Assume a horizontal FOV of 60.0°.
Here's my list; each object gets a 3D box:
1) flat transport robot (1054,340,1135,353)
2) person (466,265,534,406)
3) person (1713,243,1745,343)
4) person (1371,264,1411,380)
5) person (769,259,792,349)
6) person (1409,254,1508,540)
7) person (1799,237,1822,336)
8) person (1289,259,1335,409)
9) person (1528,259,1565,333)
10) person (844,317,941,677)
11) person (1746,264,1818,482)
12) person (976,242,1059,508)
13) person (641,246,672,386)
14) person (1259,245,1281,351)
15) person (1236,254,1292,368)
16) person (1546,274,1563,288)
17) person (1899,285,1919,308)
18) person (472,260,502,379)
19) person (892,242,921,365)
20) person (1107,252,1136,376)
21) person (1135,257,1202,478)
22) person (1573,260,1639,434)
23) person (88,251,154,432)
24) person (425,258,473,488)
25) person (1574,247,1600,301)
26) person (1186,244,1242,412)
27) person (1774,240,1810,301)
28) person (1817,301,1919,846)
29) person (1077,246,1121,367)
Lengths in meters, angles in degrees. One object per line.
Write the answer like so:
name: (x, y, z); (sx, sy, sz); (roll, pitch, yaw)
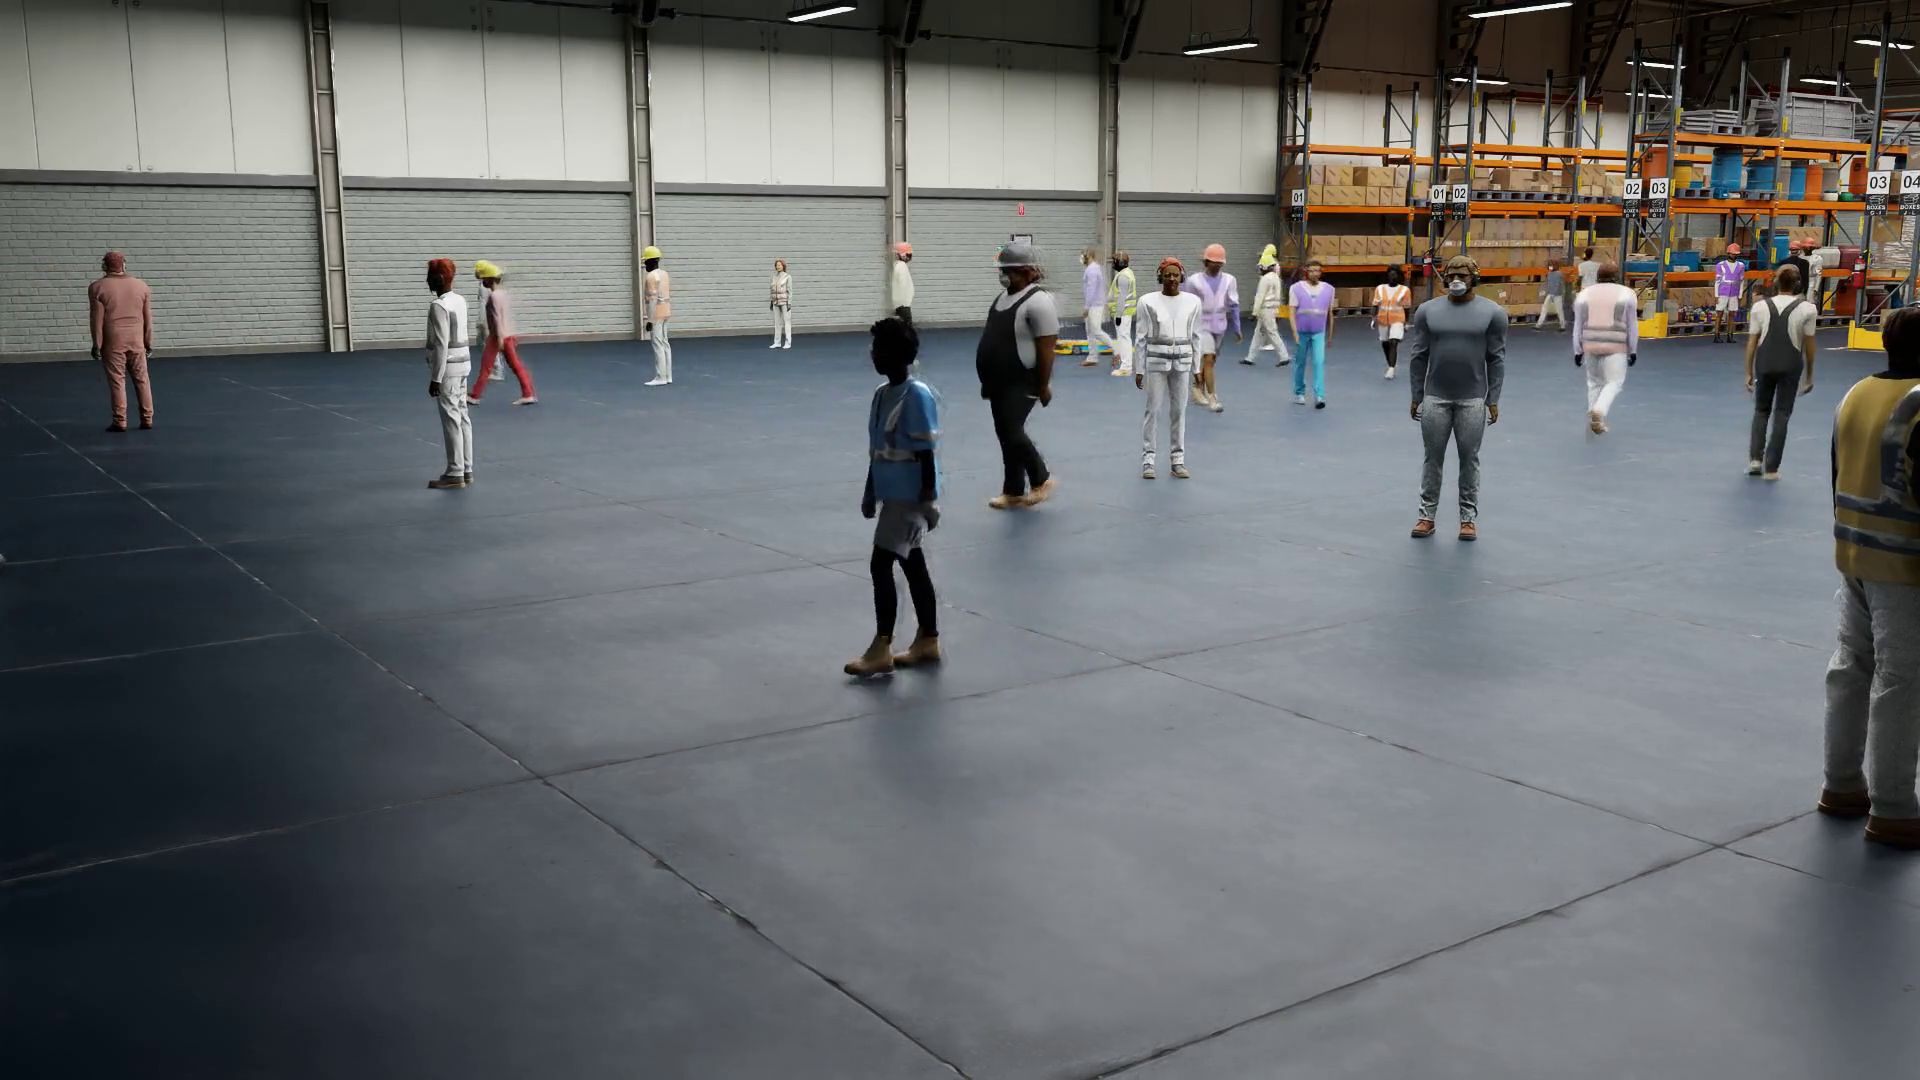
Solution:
flat transport robot: (2.319, -3.416, 29.340); (1.431, 0.197, 0.652); (-1, 10, -7)
person: (-5.668, -2.480, 20.250); (0.946, 1.716, 0.528); (0, 10, -2)
person: (14.904, -4.769, 32.231); (0.540, 1.930, 0.384); (1, 10, 8)
person: (6.307, -3.190, 24.268); (0.533, 1.665, 0.818); (6, 12, 31)
person: (-3.306, -4.355, 30.730); (0.515, 1.641, 0.309); (7, 12, 34)
person: (3.374, -0.967, 11.338); (0.631, 1.939, 0.370); (4, 11, 23)
person: (17.637, -5.284, 34.757); (0.434, 2.037, 0.641); (-8, 13, -37)
person: (4.252, -2.501, 20.157); (0.559, 1.789, 0.979); (1, 10, 3)
person: (12.661, -5.218, 35.593); (0.825, 1.588, 0.499); (-4, 11, -21)
person: (-0.366, -0.199, 7.824); (0.665, 1.672, 0.561); (-4, 11, -21)
person: (6.927, -1.404, 14.040); (0.502, 1.826, 0.568); (8, 13, 37)
person: (0.381, -1.238, 12.544); (0.538, 2.000, 0.689); (-5, 11, -24)
person: (-4.225, -3.102, 23.080); (0.386, 1.922, 0.594); (2, 11, 11)
person: (5.583, -4.381, 30.145); (0.386, 1.905, 0.635); (-3, 11, -16)
person: (4.841, -3.586, 26.119); (0.924, 1.794, 0.594); (5, 11, 23)
person: (15.253, -6.530, 42.671); (0.284, 1.633, 0.498); (-6, 12, -30)
person: (19.212, -4.985, 33.411); (0.625, 1.931, 0.375); (5, 11, 24)
person: (-6.871, -3.164, 23.981); (0.524, 1.727, 0.487); (-1, 10, -8)
person: (-0.962, -3.778, 26.646); (0.589, 1.977, 0.619); (-1, 10, -5)
person: (2.402, -3.357, 24.732); (0.430, 1.837, 0.626); (2, 11, 11)
person: (1.777, -1.462, 14.199); (0.584, 1.882, 0.339); (-1, 10, -8)
person: (6.626, -1.965, 17.127); (0.636, 1.827, 0.697); (8, 13, 39)
person: (-8.906, -2.102, 17.651); (0.402, 1.906, 0.649); (8, 13, 38)
person: (-4.219, -1.370, 13.697); (0.355, 1.884, 0.575); (0, 10, 2)
person: (13.127, -5.182, 34.710); (0.578, 1.848, 0.498); (-3, 11, -18)
person: (2.982, -2.547, 19.916); (0.624, 1.987, 1.063); (-2, 11, -11)
person: (16.328, -4.876, 32.641); (0.626, 1.992, 0.415); (9, 14, 40)
person: (3.229, 0.110, 5.699); (0.429, 1.846, 0.625); (0, 10, -2)
person: (2.214, -3.647, 26.126); (0.683, 1.912, 0.646); (1, 10, 4)
